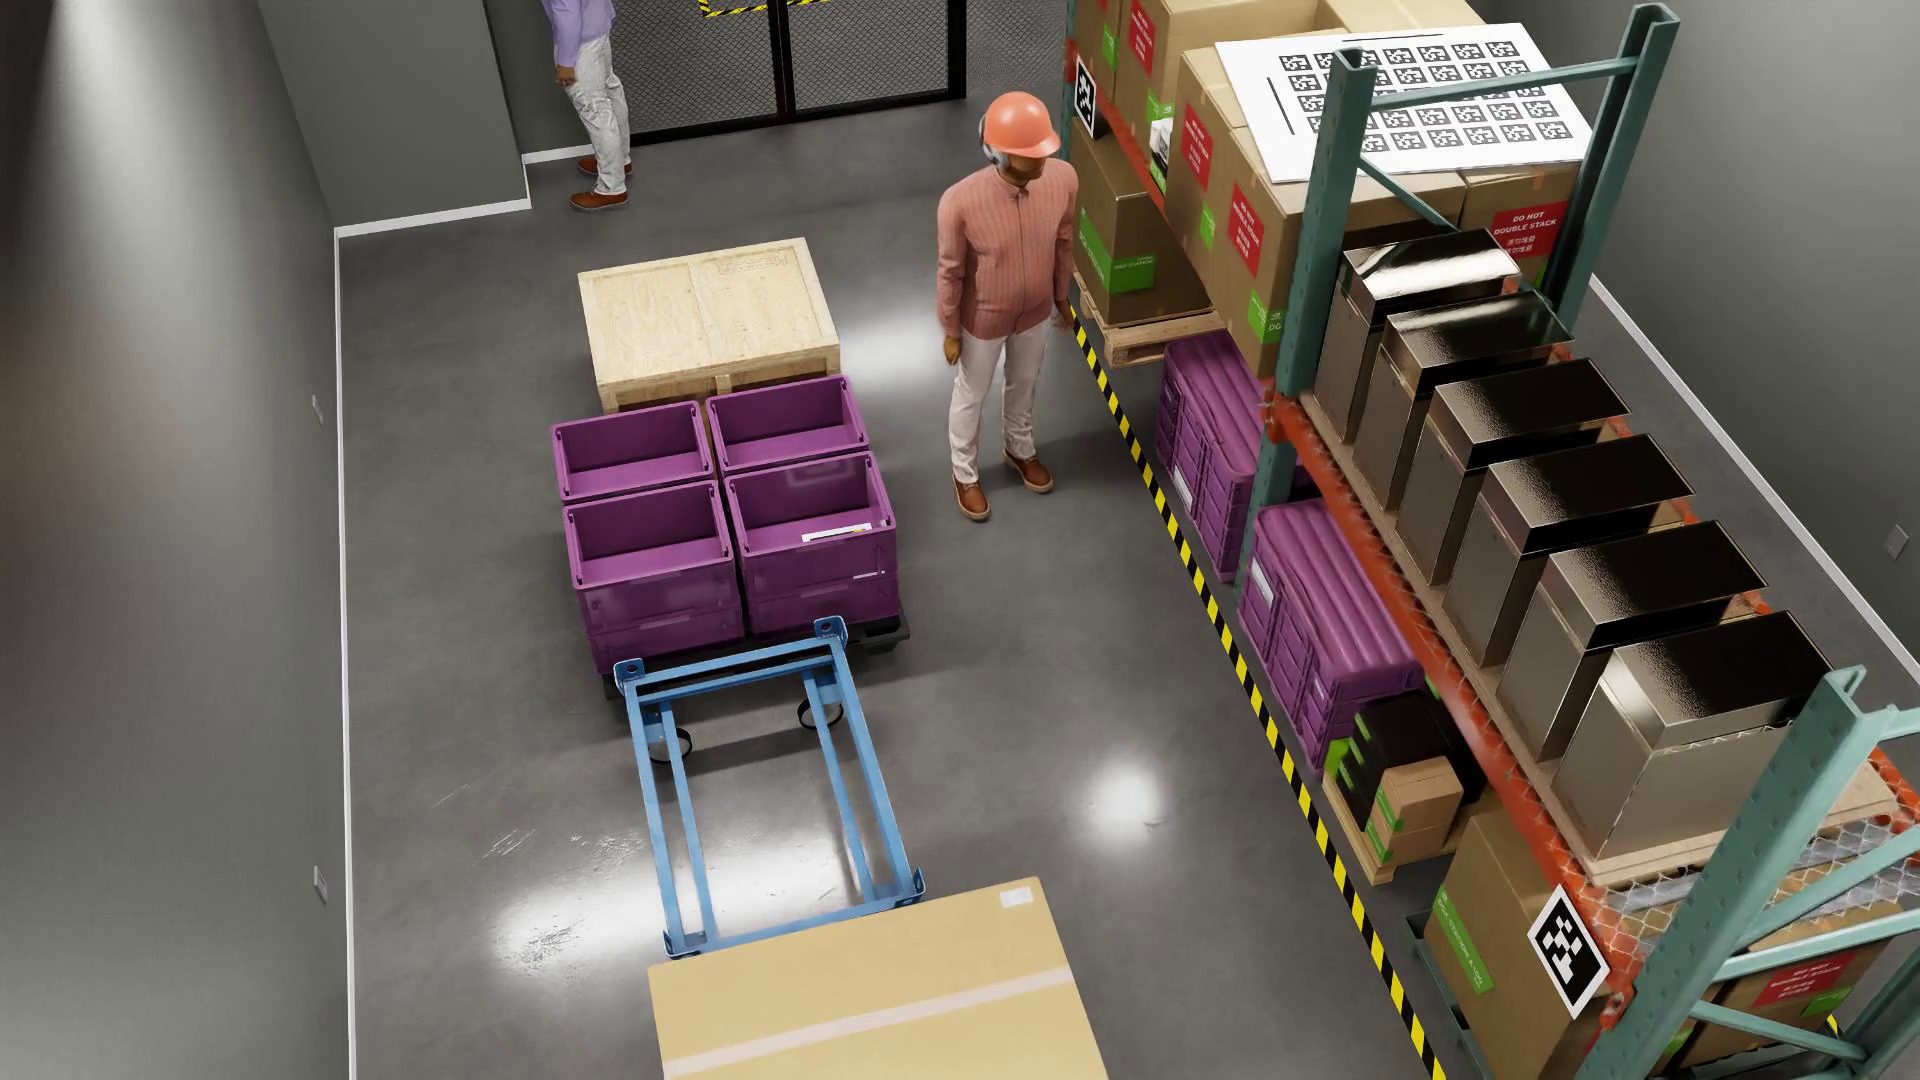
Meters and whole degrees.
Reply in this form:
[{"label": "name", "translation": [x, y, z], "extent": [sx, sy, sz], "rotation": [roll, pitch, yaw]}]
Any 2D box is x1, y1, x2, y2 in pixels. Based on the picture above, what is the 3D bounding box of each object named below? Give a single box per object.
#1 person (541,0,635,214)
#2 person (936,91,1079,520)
[{"label": "person", "translation": [-1.886, -2.517, 8.199], "extent": [0.370, 1.938, 0.631], "rotation": [1, 47, 1]}, {"label": "person", "translation": [0.197, -0.925, 6.697], "extent": [0.612, 1.996, 0.386], "rotation": [-21, 51, -18]}]
